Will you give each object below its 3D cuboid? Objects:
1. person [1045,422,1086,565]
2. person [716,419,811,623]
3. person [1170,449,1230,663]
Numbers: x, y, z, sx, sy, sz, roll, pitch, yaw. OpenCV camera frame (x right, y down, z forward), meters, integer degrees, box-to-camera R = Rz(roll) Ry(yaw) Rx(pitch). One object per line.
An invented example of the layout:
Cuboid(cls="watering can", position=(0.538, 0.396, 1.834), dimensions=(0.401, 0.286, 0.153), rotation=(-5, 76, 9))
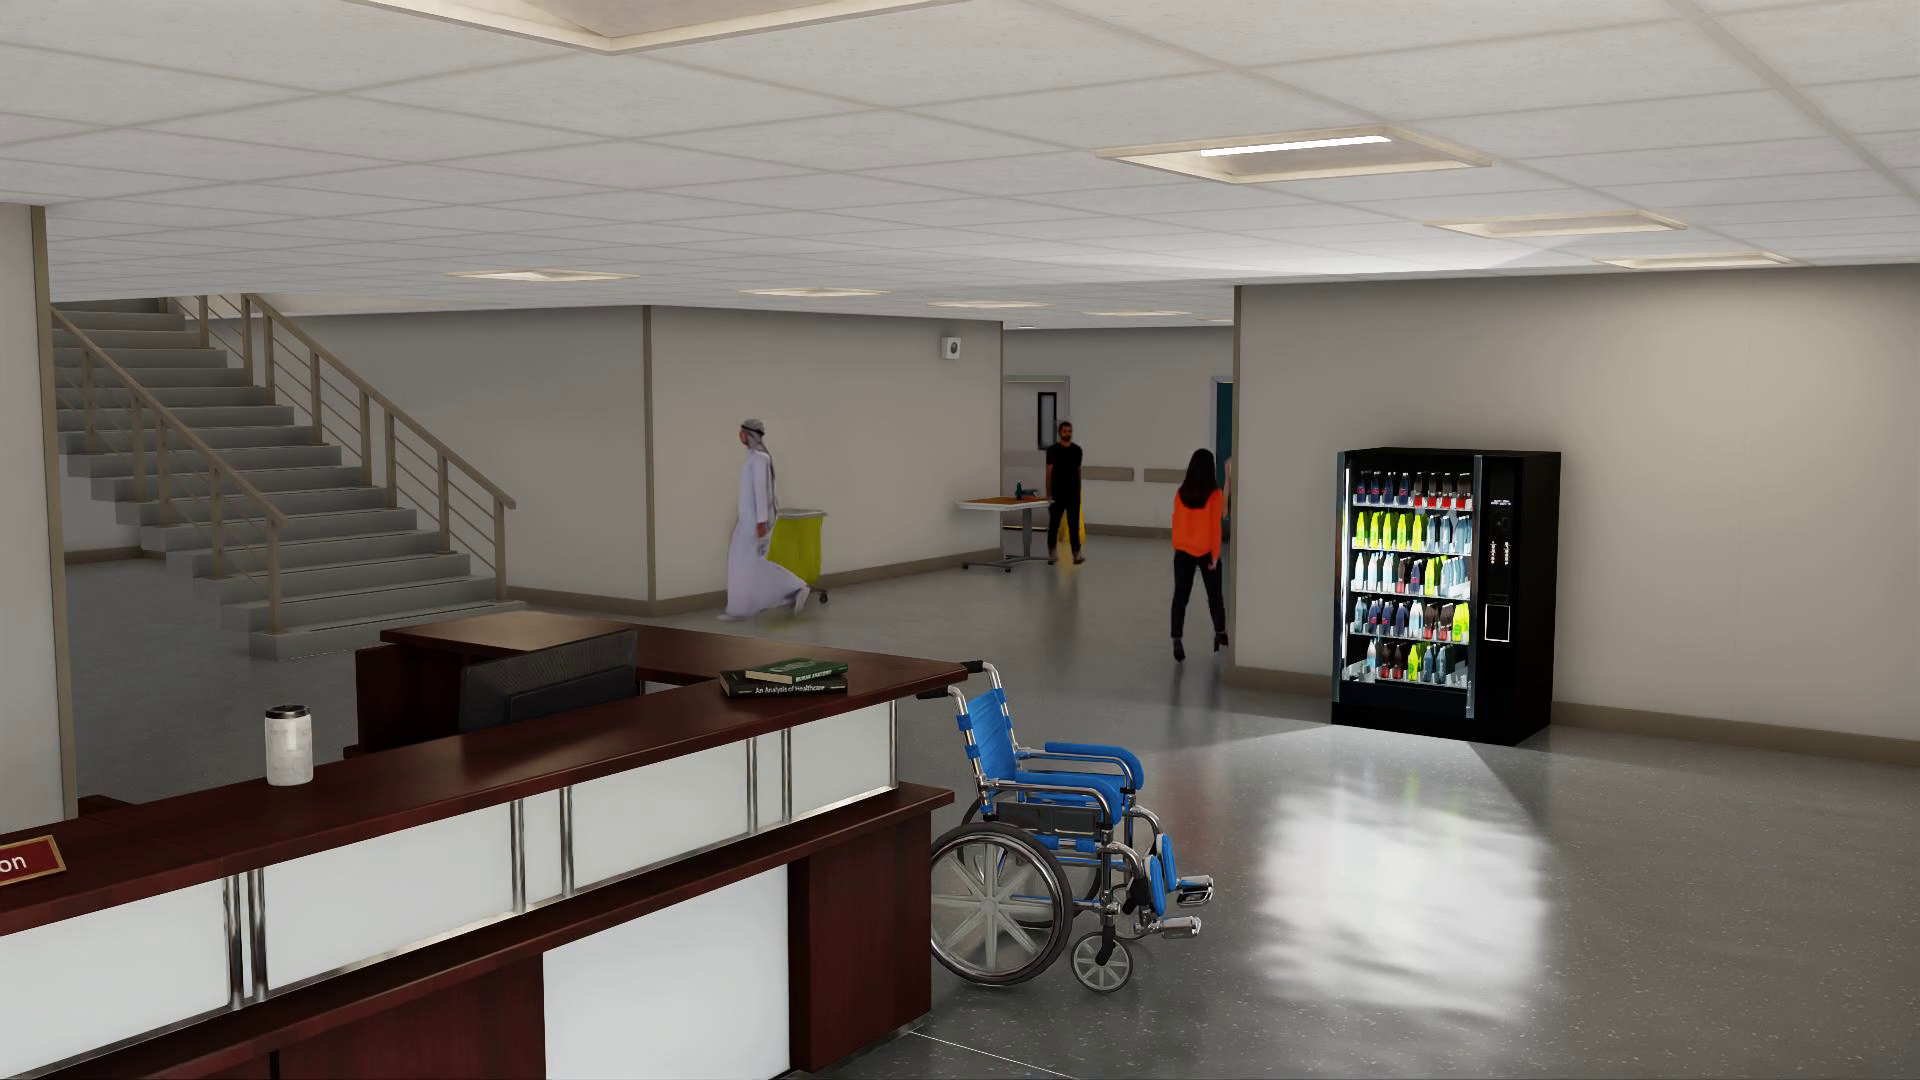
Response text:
Cuboid(cls="person", position=(1.240, -0.551, 20.372), dimensions=(1.110, 1.713, 1.230), rotation=(-2, 6, -15))
Cuboid(cls="person", position=(-1.827, -0.170, 15.631), dimensions=(1.210, 1.904, 1.156), rotation=(-1, 6, -11))
Cuboid(cls="person", position=(1.866, 0.158, 13.366), dimensions=(0.996, 1.704, 0.687), rotation=(4, 7, 32))
